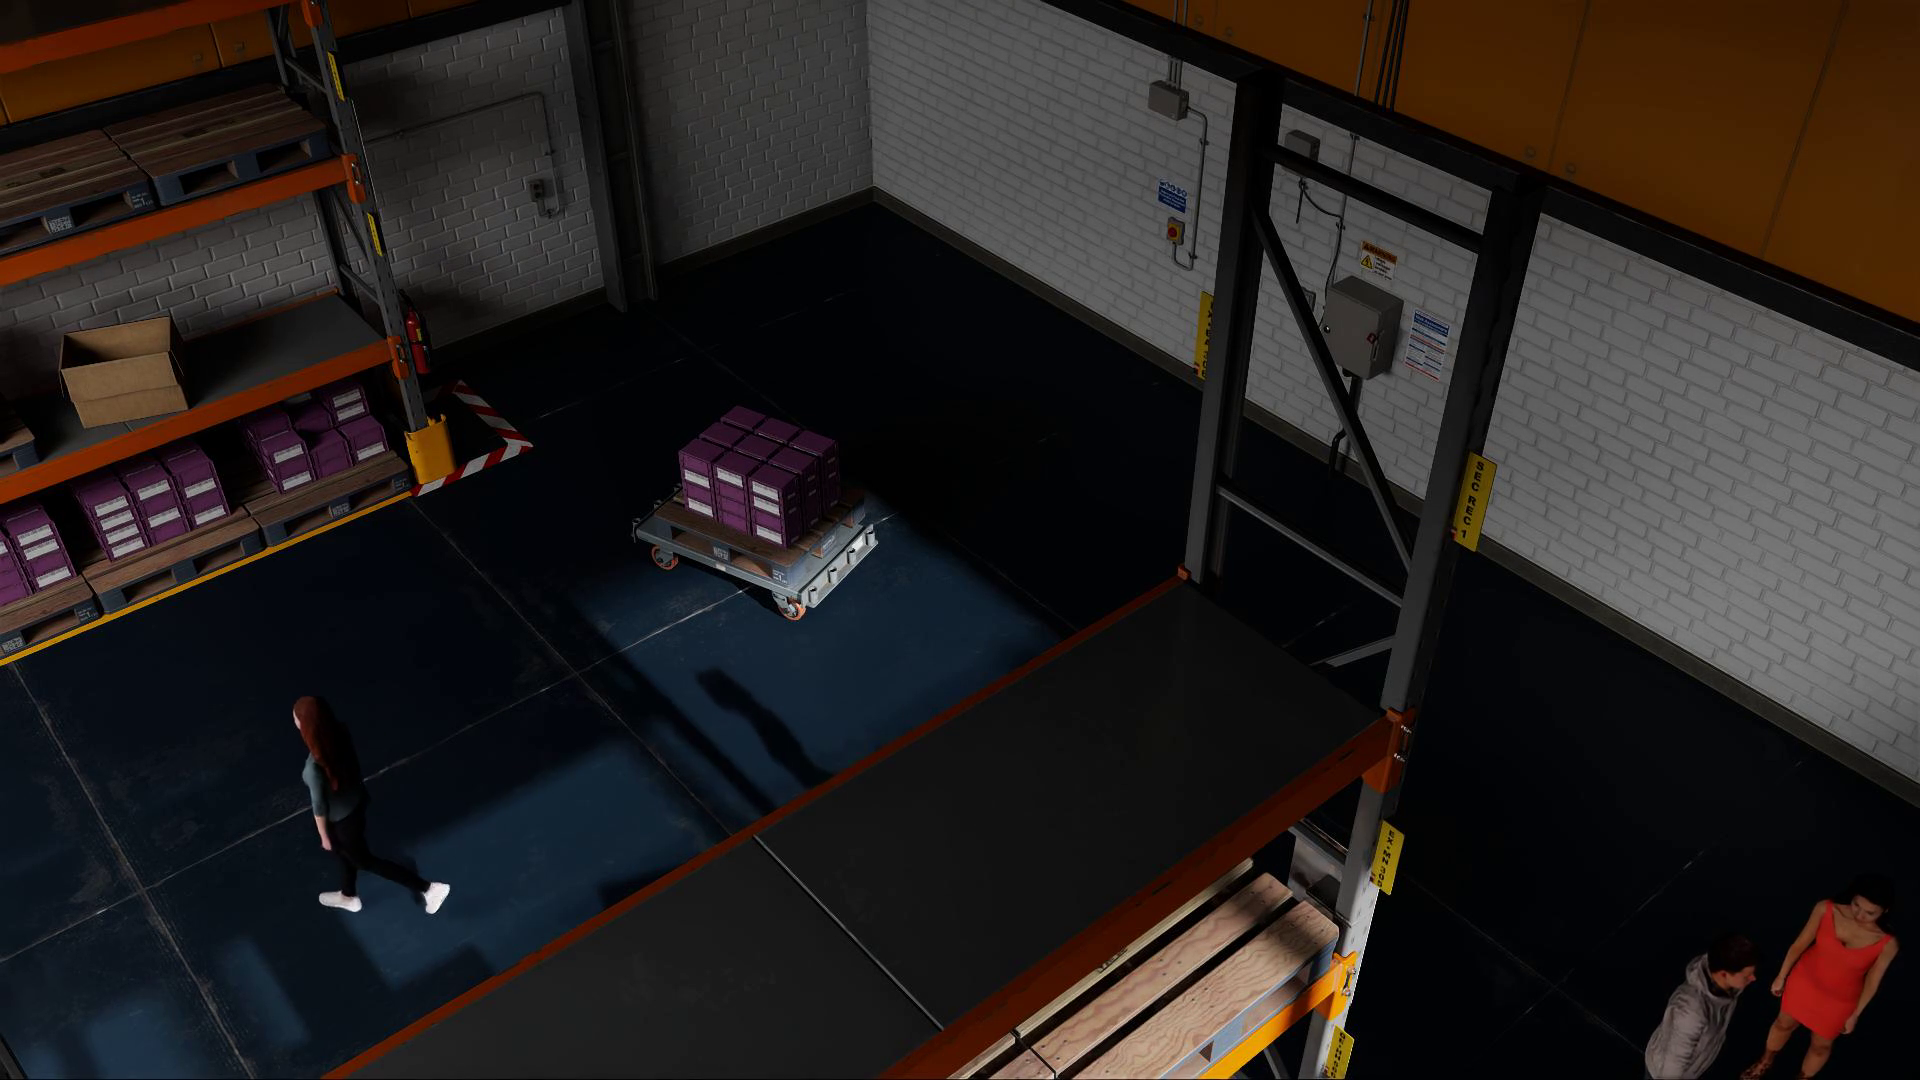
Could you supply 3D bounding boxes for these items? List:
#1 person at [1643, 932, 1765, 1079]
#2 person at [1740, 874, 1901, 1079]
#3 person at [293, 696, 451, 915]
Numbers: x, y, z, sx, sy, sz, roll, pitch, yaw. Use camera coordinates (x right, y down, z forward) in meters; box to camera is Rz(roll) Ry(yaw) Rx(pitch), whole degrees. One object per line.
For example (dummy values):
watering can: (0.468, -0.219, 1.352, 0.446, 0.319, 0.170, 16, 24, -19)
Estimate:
person: (3.519, 2.536, 8.171, 0.741, 1.848, 0.522, 32, 48, 33)
person: (4.455, 2.302, 8.566, 0.599, 1.720, 0.559, 31, 48, 33)
person: (-3.425, 1.580, 9.473, 1.105, 1.717, 1.058, 4, 39, 5)
